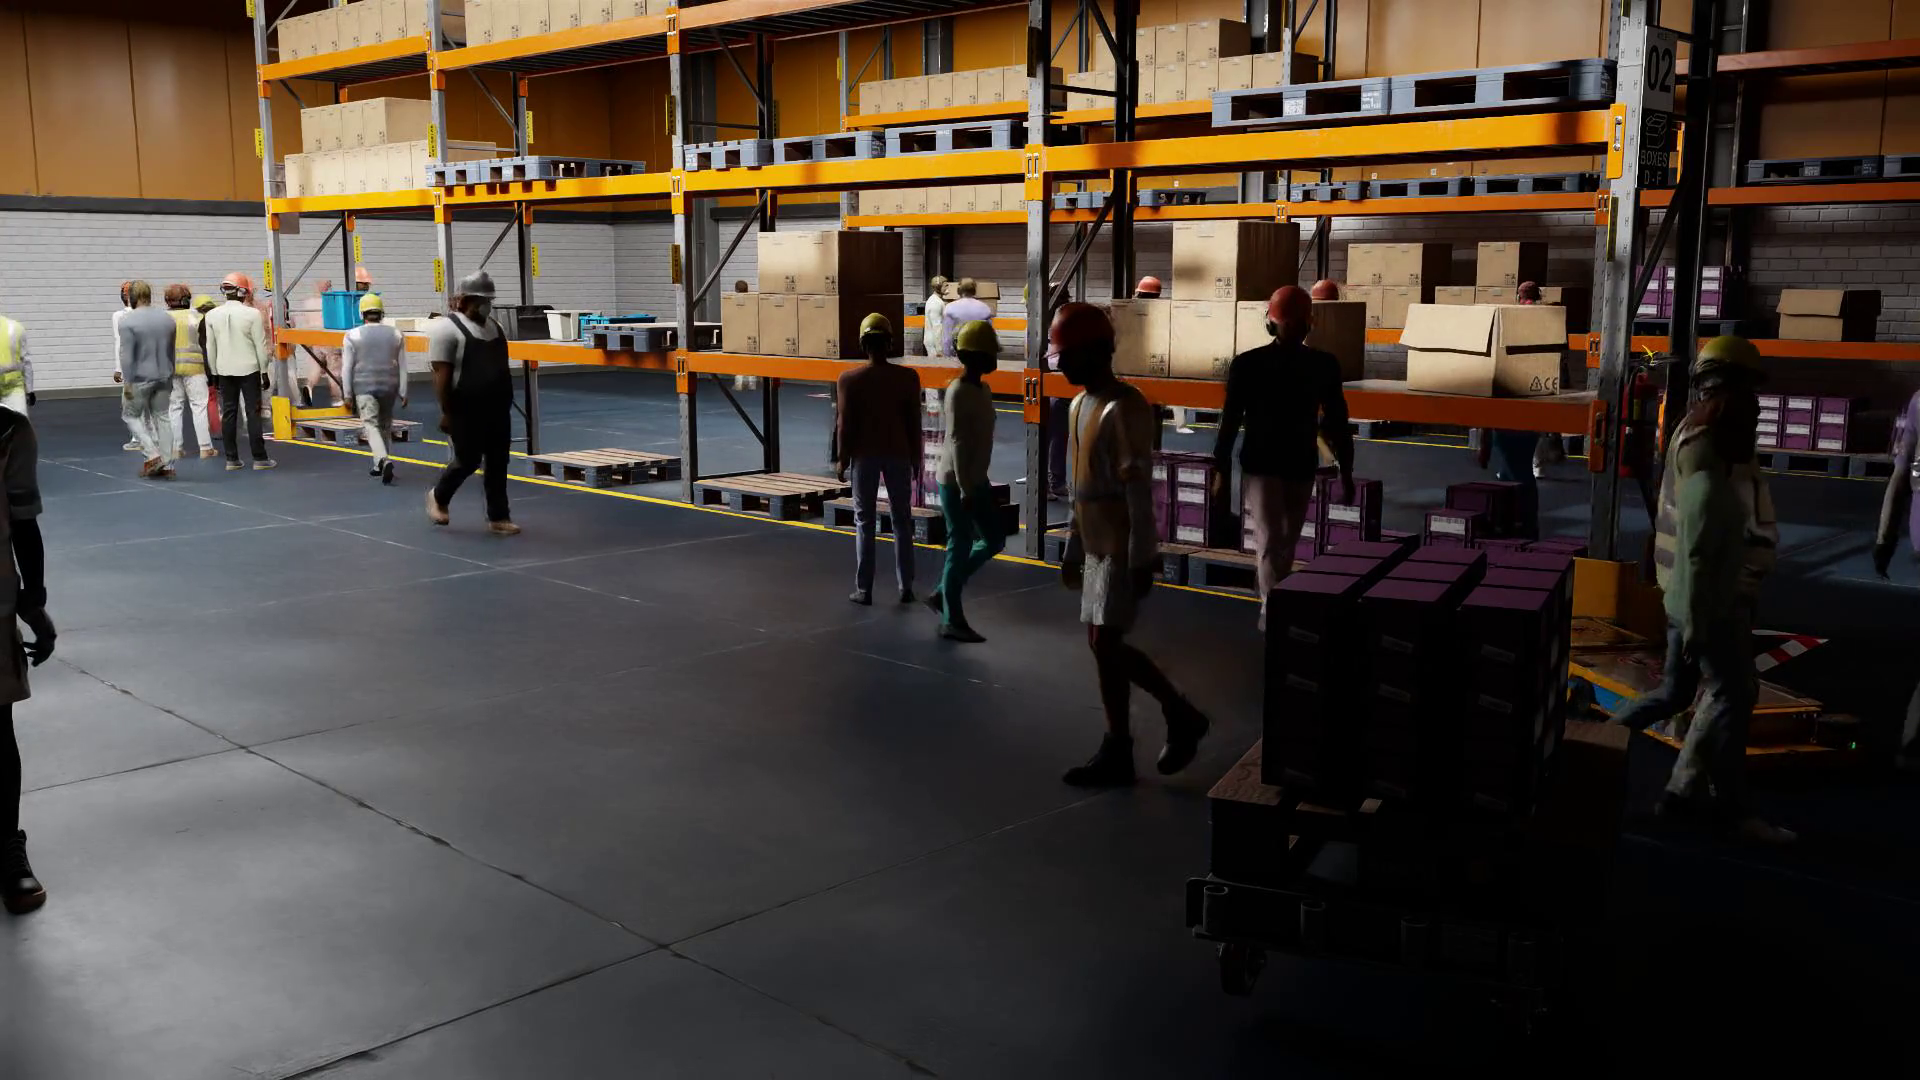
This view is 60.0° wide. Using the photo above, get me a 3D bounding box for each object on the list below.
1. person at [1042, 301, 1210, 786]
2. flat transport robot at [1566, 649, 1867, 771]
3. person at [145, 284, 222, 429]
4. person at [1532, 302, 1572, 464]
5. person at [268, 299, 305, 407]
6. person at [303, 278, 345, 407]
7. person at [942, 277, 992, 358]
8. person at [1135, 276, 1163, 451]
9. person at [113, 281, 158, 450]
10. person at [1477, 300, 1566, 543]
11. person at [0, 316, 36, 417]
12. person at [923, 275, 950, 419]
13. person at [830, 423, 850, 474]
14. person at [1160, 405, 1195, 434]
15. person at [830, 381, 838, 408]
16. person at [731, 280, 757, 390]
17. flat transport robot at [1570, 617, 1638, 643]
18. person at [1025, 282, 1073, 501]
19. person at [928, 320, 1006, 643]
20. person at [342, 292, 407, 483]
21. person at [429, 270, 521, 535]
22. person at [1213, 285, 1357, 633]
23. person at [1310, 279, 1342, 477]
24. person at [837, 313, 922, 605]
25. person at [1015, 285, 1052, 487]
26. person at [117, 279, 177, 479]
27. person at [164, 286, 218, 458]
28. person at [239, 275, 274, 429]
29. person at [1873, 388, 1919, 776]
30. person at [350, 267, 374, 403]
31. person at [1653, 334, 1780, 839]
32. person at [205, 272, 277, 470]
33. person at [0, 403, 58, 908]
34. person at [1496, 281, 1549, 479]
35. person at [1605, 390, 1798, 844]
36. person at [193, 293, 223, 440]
[{"bbox_3d":[0.614,0.019,6.544,0.586,1.901,0.592,-3,10,-17],"label":"person"},{"bbox_3d":[3.187,0.709,7.278,0.652,0.197,1.431,-2,9,-10],"label":"flat transport robot"},{"bbox_3d":[-9.806,-2.297,20.970,0.955,1.834,0.569,1,9,7],"label":"person"},{"bbox_3d":[6.109,-1.616,17.200,0.538,1.682,0.432,-9,13,-44],"label":"person"},{"bbox_3d":[-9.996,-2.751,24.452,0.883,1.593,0.522,8,12,42],"label":"person"},{"bbox_3d":[-9.245,-2.852,24.161,0.657,1.889,0.690,3,10,18],"label":"person"},{"bbox_3d":[0.076,-2.217,20.145,0.660,1.924,0.444,-4,10,-21],"label":"person"},{"bbox_3d":[2.034,-1.866,17.955,0.345,1.942,0.551,5,10,26],"label":"person"},{"bbox_3d":[-9.200,-1.943,18.610,0.355,1.883,0.573,4,10,24],"label":"person"},{"bbox_3d":[3.696,-0.619,10.679,0.608,1.811,0.817,-8,12,-39],"label":"person"},{"bbox_3d":[-8.834,-1.358,15.227,0.643,1.825,0.461,-6,11,-31],"label":"person"},{"bbox_3d":[-0.307,-2.608,22.516,0.379,1.940,0.629,-1,9,-3],"label":"person"},{"bbox_3d":[-0.966,-1.538,16.205,0.610,1.861,1.023,-8,12,-40],"label":"person"},{"bbox_3d":[2.593,-2.132,20.612,0.786,1.608,0.513,7,12,37],"label":"person"},{"bbox_3d":[-1.703,-2.823,24.119,0.507,1.846,0.343,1,9,7],"label":"person"},{"bbox_3d":[-3.631,-3.424,27.819,0.631,1.842,0.429,-5,11,-30],"label":"person"},{"bbox_3d":[2.748,0.552,8.239,1.431,0.197,0.652,-2,9,-10],"label":"flat transport robot"},{"bbox_3d":[0.858,-1.312,14.667,0.409,1.909,0.640,8,12,39],"label":"person"},{"bbox_3d":[0.056,-0.310,9.003,0.398,1.757,0.531,4,10,24],"label":"person"},{"bbox_3d":[-5.524,-1.437,15.754,0.599,1.808,0.810,-7,12,-37],"label":"person"},{"bbox_3d":[-3.697,-1.046,12.624,0.699,2.000,0.689,6,11,34],"label":"person"},{"bbox_3d":[1.726,-0.358,8.729,0.702,1.921,1.016,-2,9,-10],"label":"person"},{"bbox_3d":[3.283,-1.357,14.863,0.559,1.925,0.493,-8,12,-42],"label":"person"},{"bbox_3d":[-0.490,-0.482,10.037,0.524,1.760,0.327,-2,10,-14],"label":"person"},{"bbox_3d":[0.749,-1.436,15.400,0.390,1.916,0.585,-4,10,-21],"label":"person"},{"bbox_3d":[-7.791,-1.530,15.963,0.443,1.919,0.658,5,10,27],"label":"person"},{"bbox_3d":[-8.278,-1.783,17.771,0.619,1.839,0.430,-1,9,-6],"label":"person"},{"bbox_3d":[-8.948,-2.357,20.949,0.531,1.947,0.641,7,12,38],"label":"person"},{"bbox_3d":[4.037,0.012,6.621,0.676,1.875,0.617,-5,11,-29],"label":"person"},{"bbox_3d":[-7.572,-2.431,21.116,0.378,2.040,0.614,3,10,20],"label":"person"},{"bbox_3d":[2.741,0.164,6.004,0.439,1.782,0.620,6,11,32],"label":"person"},{"bbox_3d":[-7.255,-1.695,16.776,0.609,1.984,0.398,1,9,4],"label":"person"},{"bbox_3d":[-3.155,0.211,5.166,0.603,1.958,0.380,-7,11,-35],"label":"person"},{"bbox_3d":[5.427,-1.525,15.984,0.644,1.904,0.399,0,9,-2],"label":"person"},{"bbox_3d":[2.595,0.259,5.955,0.762,1.606,0.506,3,10,20],"label":"person"},{"bbox_3d":[-8.715,-2.011,19.456,0.540,1.736,0.680,-6,11,-32],"label":"person"}]
